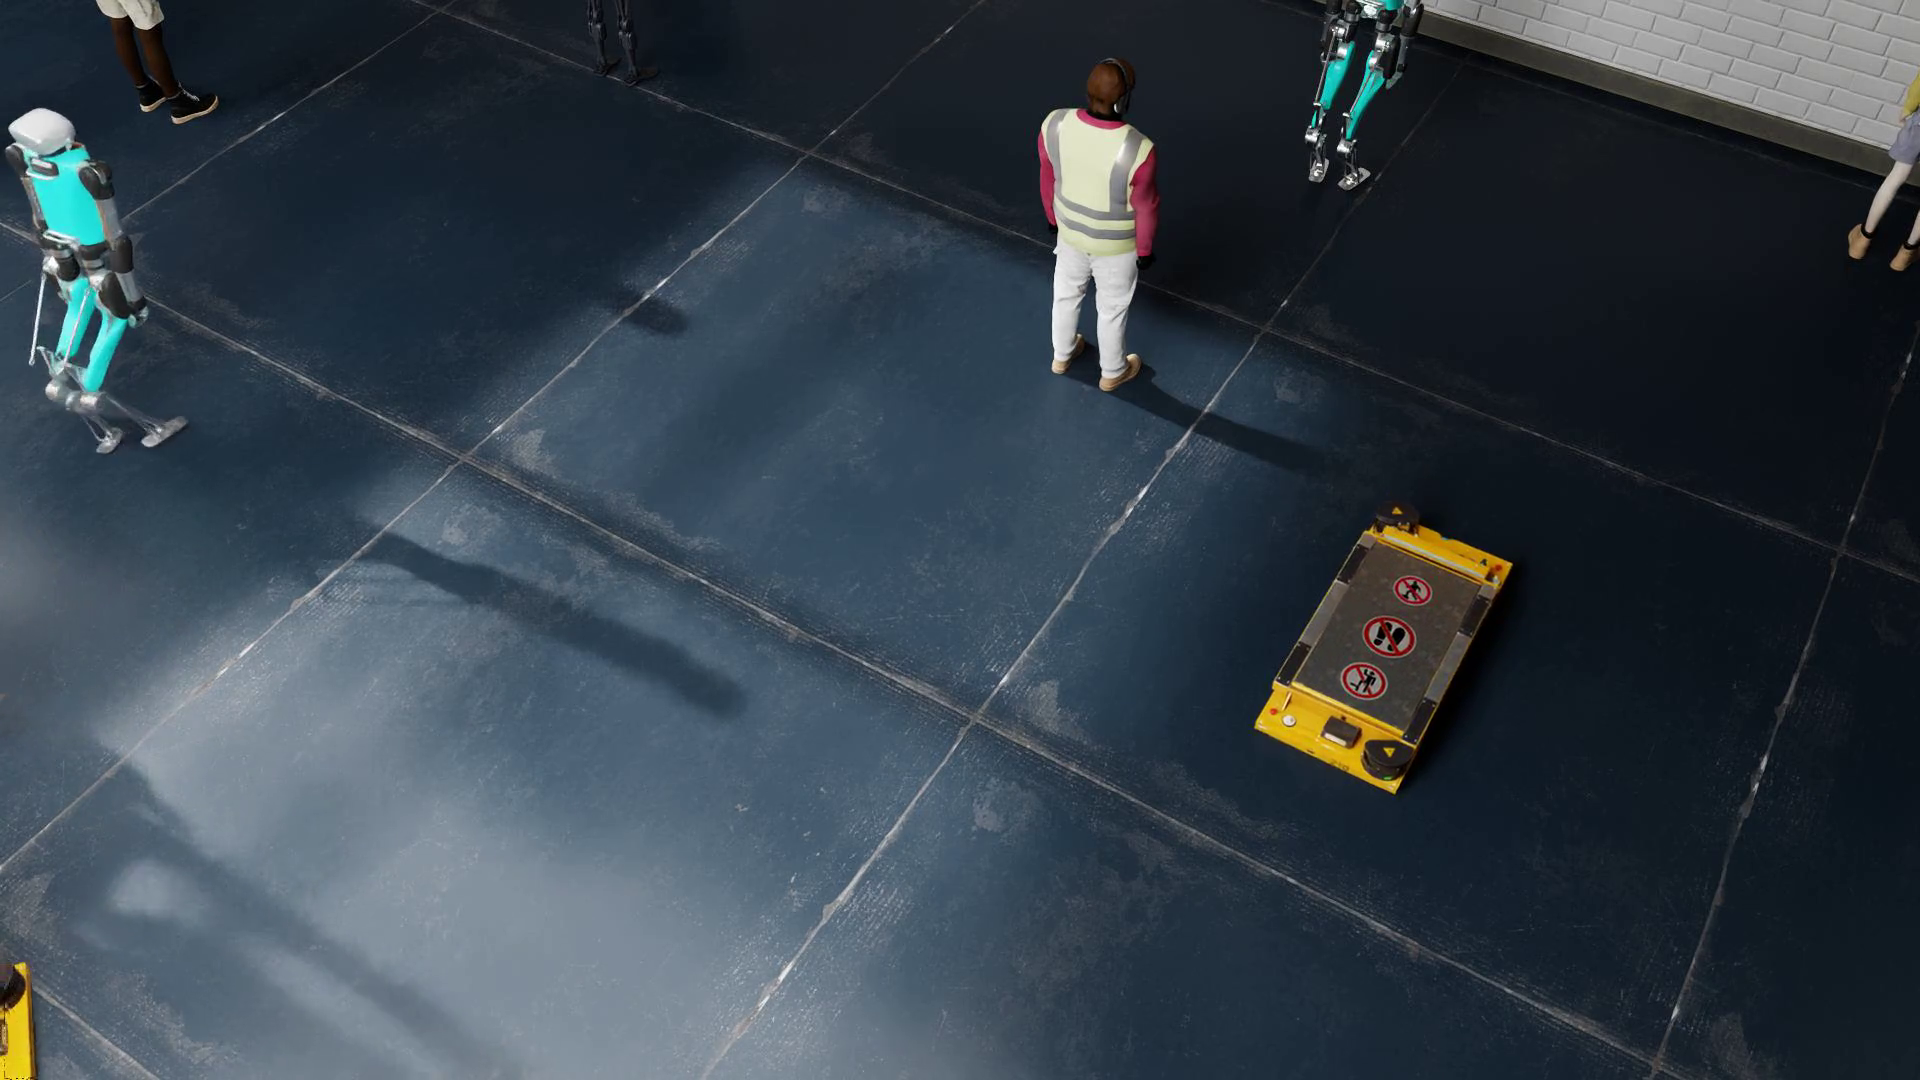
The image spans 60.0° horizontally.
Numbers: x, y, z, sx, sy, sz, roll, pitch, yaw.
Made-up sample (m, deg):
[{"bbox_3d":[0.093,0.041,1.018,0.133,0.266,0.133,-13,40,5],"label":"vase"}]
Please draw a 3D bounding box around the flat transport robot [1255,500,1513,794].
[{"bbox_3d":[1.921,0.439,7.432,0.659,0.231,1.431,25,53,20],"label":"flat transport robot"}]

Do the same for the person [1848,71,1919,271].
[{"bbox_3d":[5.181,-2.233,8.691,0.472,1.892,0.384,25,54,21],"label":"person"}]

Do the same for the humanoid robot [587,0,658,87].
[{"bbox_3d":[-2.151,-3.538,9.964,0.599,1.657,0.315,25,53,20],"label":"humanoid robot"}]

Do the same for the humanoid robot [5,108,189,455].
[{"bbox_3d":[-4.149,-1.066,7.773,0.530,1.769,0.800,17,51,15],"label":"humanoid robot"}]

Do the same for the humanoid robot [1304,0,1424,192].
[{"bbox_3d":[2.131,-2.613,9.036,0.533,1.677,0.735,25,53,20],"label":"humanoid robot"}]

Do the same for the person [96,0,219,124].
[{"bbox_3d":[-4.880,-3.332,9.602,0.600,1.966,0.368,25,54,21],"label":"person"}]

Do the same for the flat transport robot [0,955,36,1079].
[{"bbox_3d":[-4.145,2.045,6.028,1.431,0.231,0.659,-17,51,-15],"label":"flat transport robot"}]

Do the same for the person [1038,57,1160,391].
[{"bbox_3d":[0.684,-1.511,8.096,0.619,1.838,0.430,25,54,21],"label":"person"}]
